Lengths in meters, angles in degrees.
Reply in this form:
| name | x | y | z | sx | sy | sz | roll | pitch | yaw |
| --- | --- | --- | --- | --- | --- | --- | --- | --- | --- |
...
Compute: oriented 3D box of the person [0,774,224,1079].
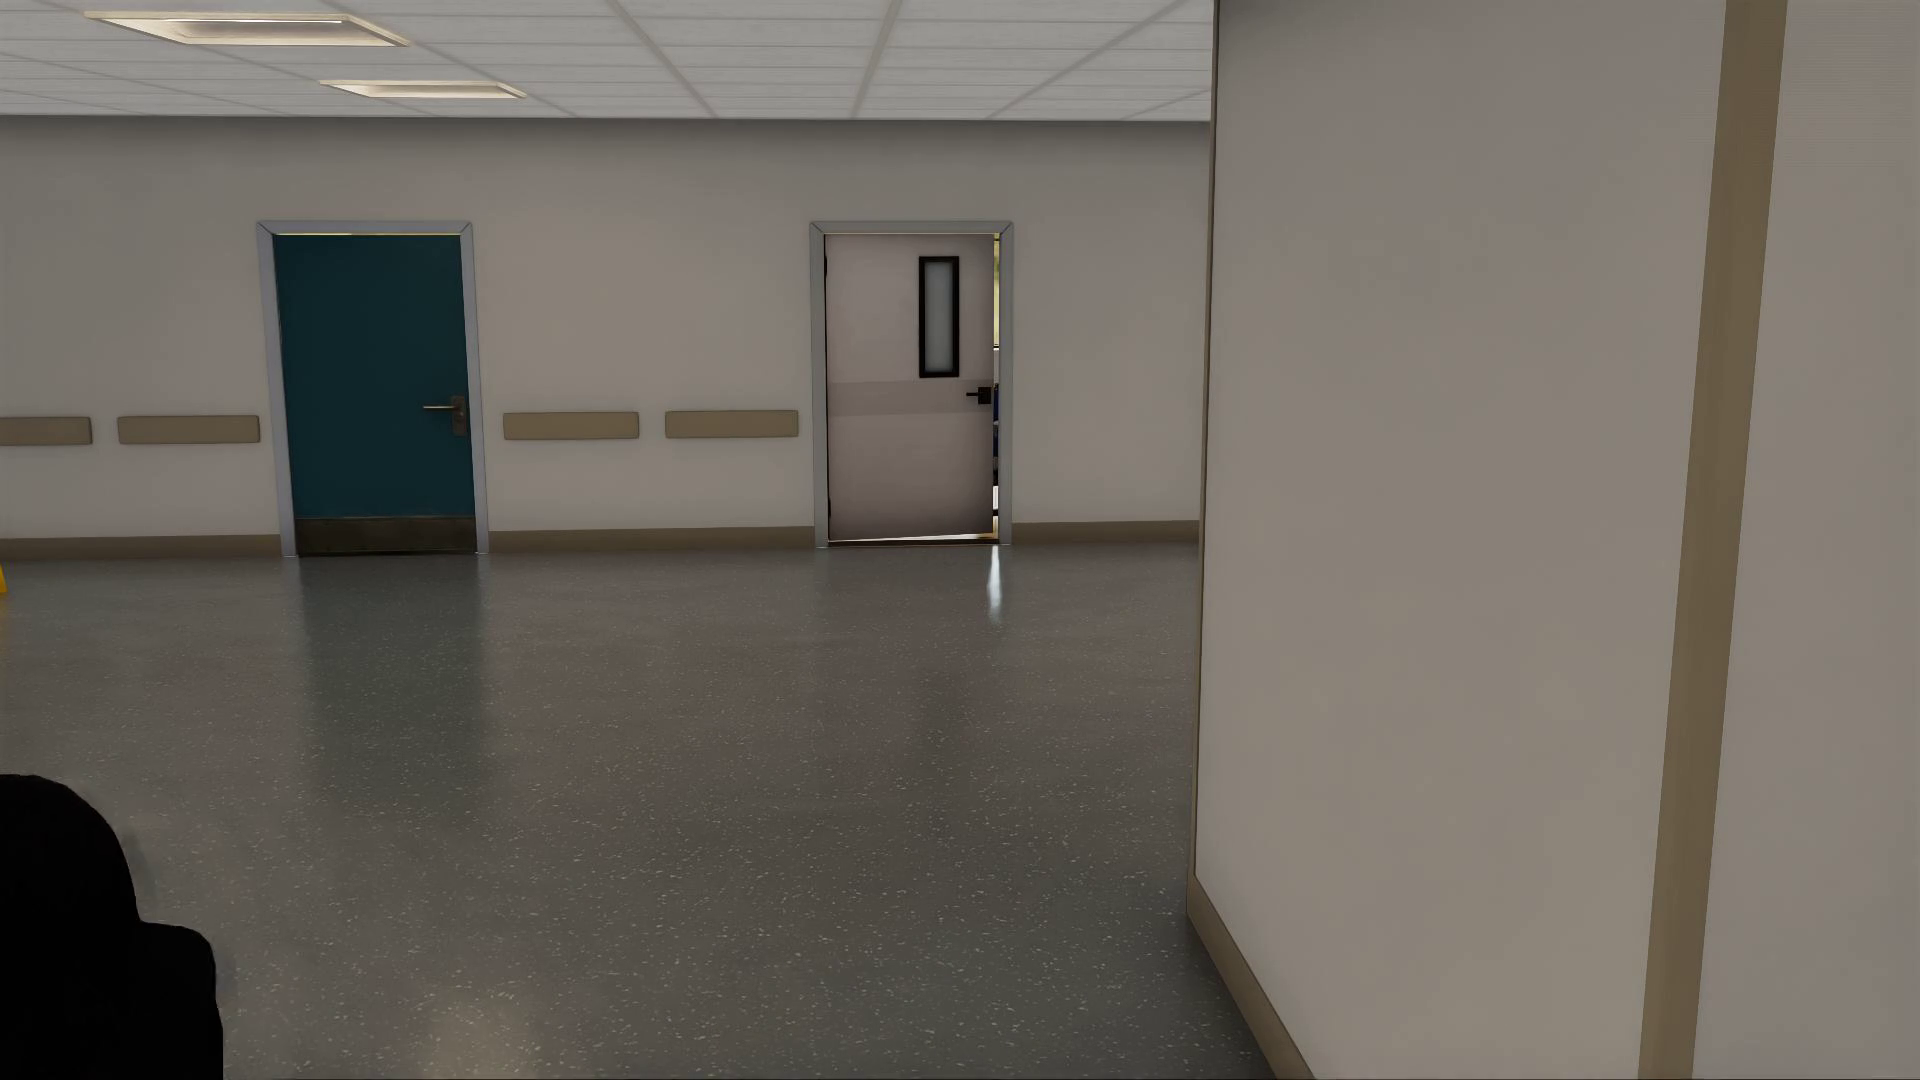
| name | x | y | z | sx | sy | sz | roll | pitch | yaw |
| --- | --- | --- | --- | --- | --- | --- | --- | --- | --- |
| person | -1.045 | 1.101 | 2.199 | 1.209 | 1.576 | 0.994 | 5 | 12 | 24 |
